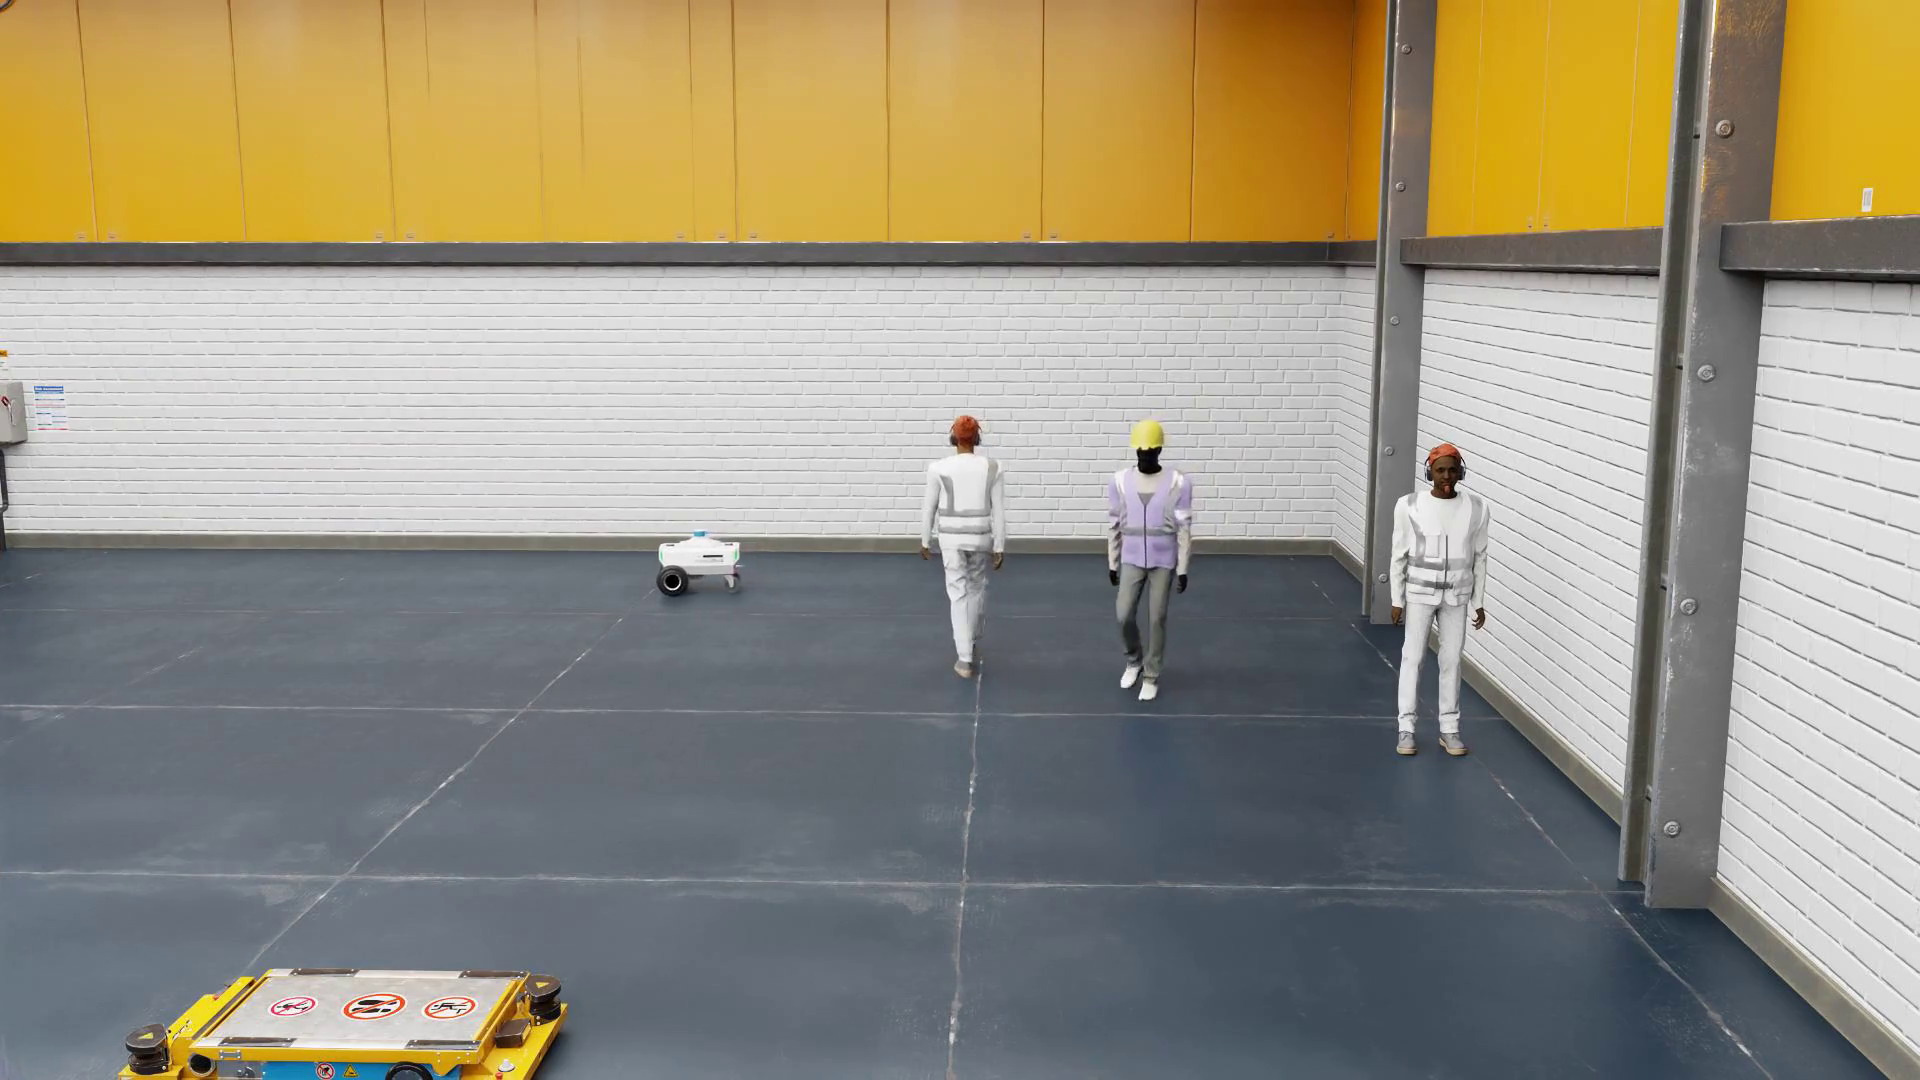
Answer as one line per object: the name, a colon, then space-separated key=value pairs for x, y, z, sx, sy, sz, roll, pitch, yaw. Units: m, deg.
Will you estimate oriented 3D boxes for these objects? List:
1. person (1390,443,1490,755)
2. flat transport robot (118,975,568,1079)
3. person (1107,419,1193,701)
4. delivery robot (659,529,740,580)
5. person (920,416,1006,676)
person: x=2.873 y=0.360 z=9.997 sx=0.578 sy=1.882 sz=0.353 roll=0 pitch=10 yaw=2
flat transport robot: x=-2.249 y=1.820 z=6.161 sx=1.431 sy=0.197 sz=0.652 roll=0 pitch=10 yaw=2
person: x=1.269 y=0.138 z=11.226 sx=0.585 sy=1.912 sz=0.409 roll=3 pitch=10 yaw=17
delivery robot: x=-2.320 y=0.147 z=14.848 sx=0.707 sy=0.478 sz=0.477 roll=-1 pitch=10 yaw=-6
person: x=-0.001 y=0.011 z=12.161 sx=0.579 sy=1.845 sz=0.917 roll=-2 pitch=10 yaw=-14
